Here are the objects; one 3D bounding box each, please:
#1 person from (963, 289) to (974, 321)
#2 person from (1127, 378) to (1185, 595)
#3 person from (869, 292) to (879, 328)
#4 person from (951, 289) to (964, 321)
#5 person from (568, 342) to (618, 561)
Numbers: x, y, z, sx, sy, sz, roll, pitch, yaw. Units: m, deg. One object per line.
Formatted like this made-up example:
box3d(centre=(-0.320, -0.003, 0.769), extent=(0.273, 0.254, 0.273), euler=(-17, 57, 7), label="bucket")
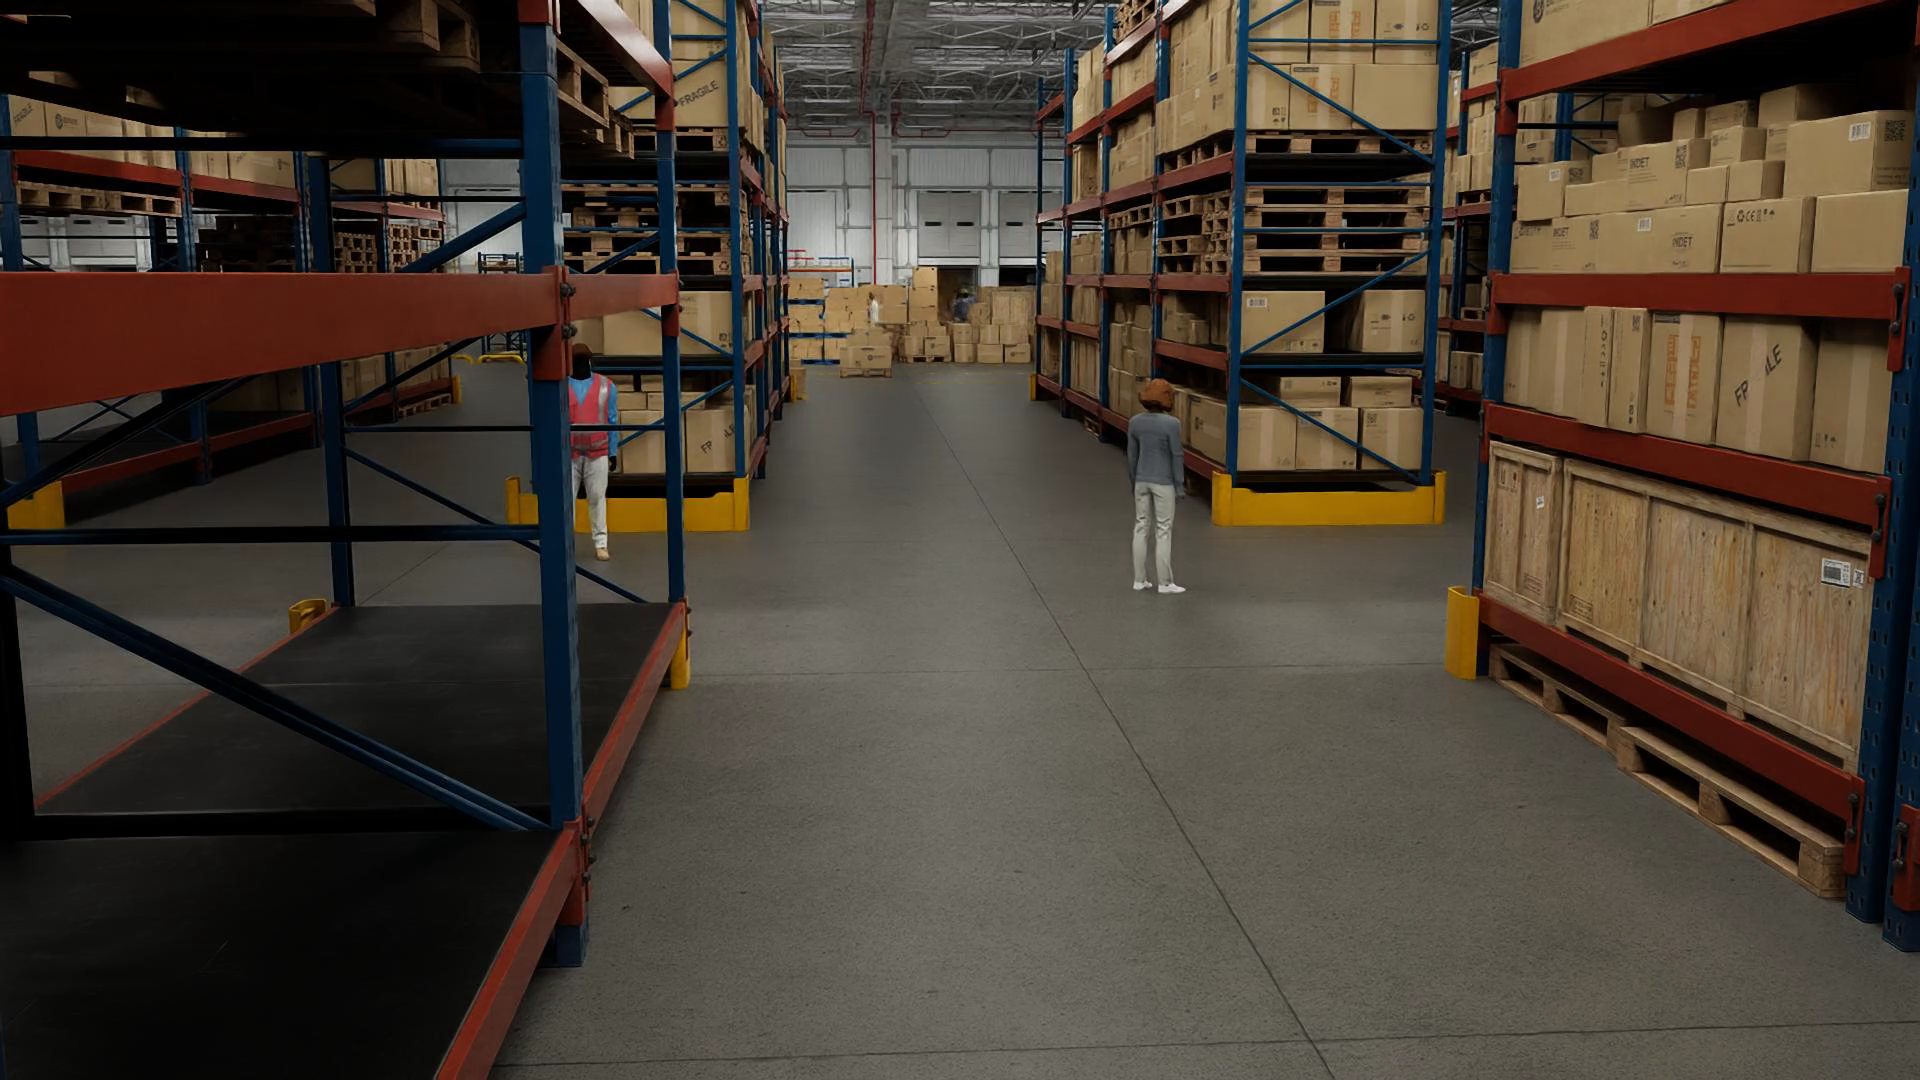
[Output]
box3d(centre=(0.199, -7.663, 57.262), extent=(0.585, 1.918, 0.377), euler=(0, 9, -3), label="person")
box3d(centre=(1.484, -0.404, 12.572), extent=(0.498, 1.633, 0.282), euler=(9, 12, 43), label="person")
box3d(centre=(-2.763, -6.498, 49.987), extent=(0.973, 1.898, 0.658), euler=(0, 9, 0), label="person")
box3d(centre=(-0.085, -7.501, 56.239), extent=(0.431, 1.923, 0.634), euler=(-2, 9, -13), label="person")
box3d(centre=(-3.174, -0.730, 13.960), extent=(0.627, 1.846, 0.429), euler=(-3, 9, -16), label="person")
